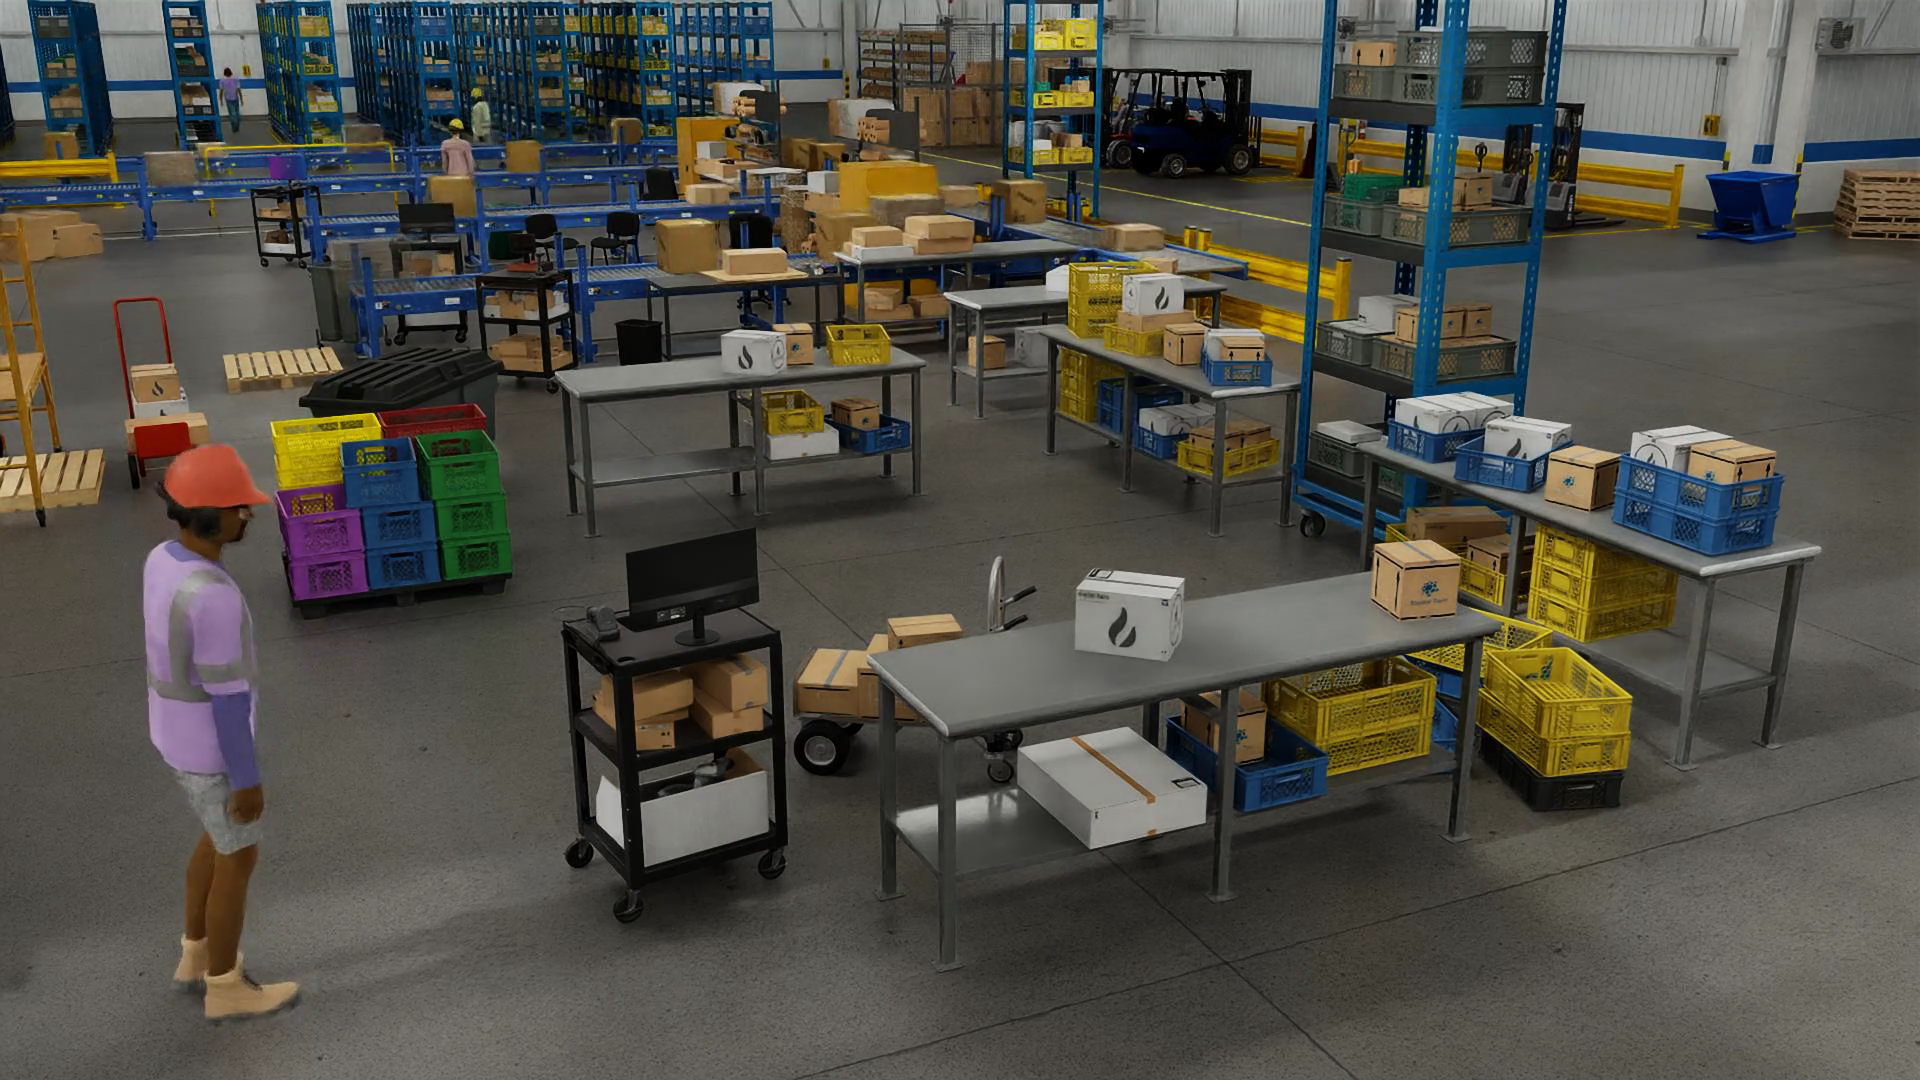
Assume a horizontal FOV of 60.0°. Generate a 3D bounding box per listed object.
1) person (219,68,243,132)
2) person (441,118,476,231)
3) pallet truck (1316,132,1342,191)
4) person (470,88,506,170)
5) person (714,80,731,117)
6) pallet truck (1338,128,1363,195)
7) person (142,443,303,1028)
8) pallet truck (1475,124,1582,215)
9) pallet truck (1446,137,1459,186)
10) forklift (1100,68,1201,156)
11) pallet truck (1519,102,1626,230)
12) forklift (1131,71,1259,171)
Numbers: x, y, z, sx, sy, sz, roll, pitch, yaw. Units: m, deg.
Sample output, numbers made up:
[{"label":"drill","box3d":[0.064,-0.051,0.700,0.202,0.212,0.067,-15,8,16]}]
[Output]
[{"label":"person","box3d":[-21.235,-12.801,48.430,0.588,1.794,0.971,-11,21,-31]},{"label":"person","box3d":[-7.884,-5.745,26.245,0.533,1.765,0.330,4,18,12]},{"label":"pallet truck","box3d":[7.723,-7.504,32.656,1.601,1.201,0.680,-8,19,-23]},{"label":"person","box3d":[-10.301,-8.864,36.005,0.835,1.807,0.585,5,18,16]},{"label":"person","box3d":[-5.330,-9.454,37.716,0.541,1.892,0.665,-1,18,-5]},{"label":"pallet truck","box3d":[7.845,-7.140,31.411,1.522,1.261,0.704,-9,20,-25]},{"label":"person","box3d":[-2.496,0.670,5.624,0.478,2.039,0.631,-15,23,-38]},{"label":"pallet truck","box3d":[9.707,-6.455,28.103,1.885,1.965,0.823,-7,19,-20]},{"label":"pallet truck","box3d":[9.184,-6.485,29.328,1.630,1.274,0.653,-8,19,-23]},{"label":"forklift","box3d":[4.082,-9.564,37.410,2.680,1.987,1.157,-8,19,-23]},{"label":"pallet truck","box3d":[9.972,-6.037,26.785,1.885,1.965,0.823,-9,20,-25]},{"label":"forklift","box3d":[4.998,-8.936,35.413,2.680,1.987,1.157,-9,20,-25]}]
